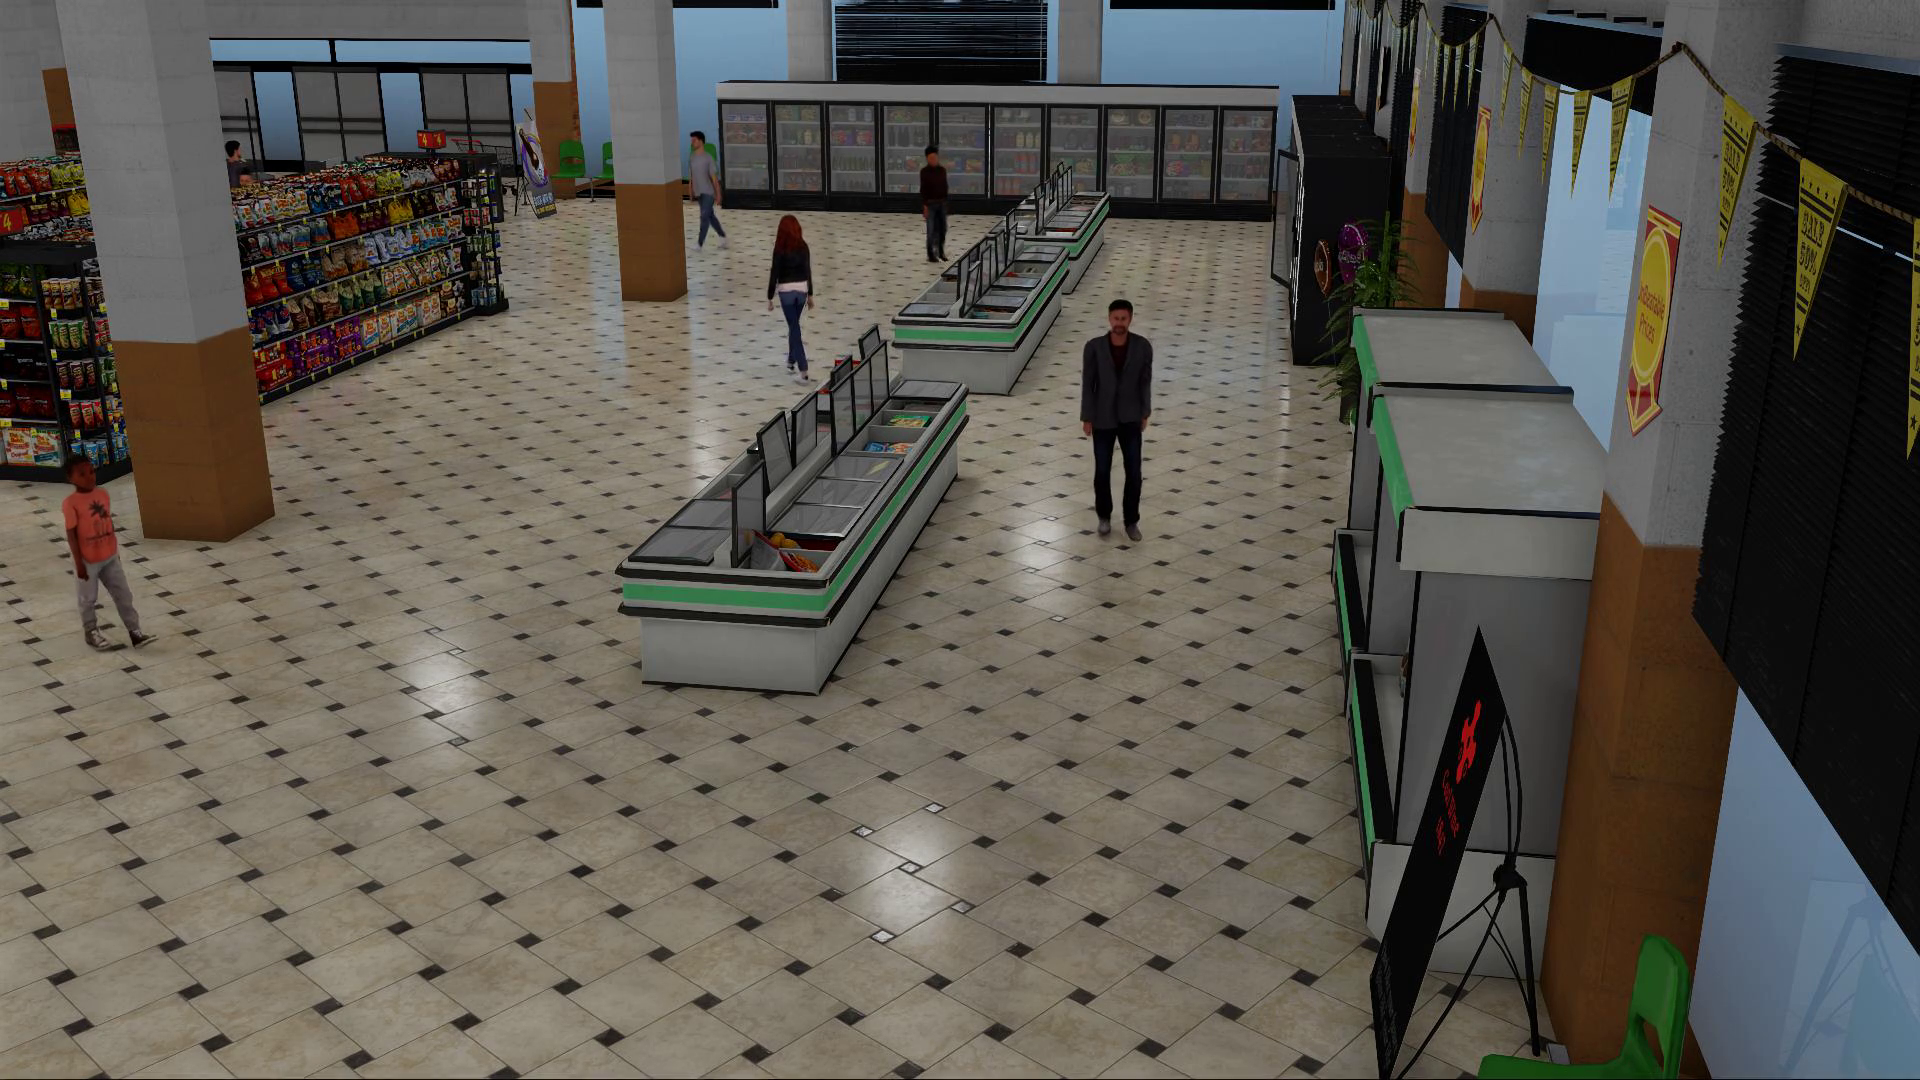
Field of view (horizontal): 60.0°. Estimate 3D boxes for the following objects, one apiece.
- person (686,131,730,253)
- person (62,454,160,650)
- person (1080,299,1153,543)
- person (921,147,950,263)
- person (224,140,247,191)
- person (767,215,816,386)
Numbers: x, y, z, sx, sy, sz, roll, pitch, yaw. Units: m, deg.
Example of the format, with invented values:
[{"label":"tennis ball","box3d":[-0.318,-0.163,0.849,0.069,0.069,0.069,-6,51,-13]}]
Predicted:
[{"label":"person","box3d":[-3.915,-5.425,26.165,1.113,1.768,1.335,13,22,33]},{"label":"person","box3d":[-5.543,0.086,10.572,0.766,1.287,0.839,11,22,31]},{"label":"person","box3d":[1.191,-0.935,12.720,0.740,1.851,0.801,1,19,4]},{"label":"person","box3d":[-0.394,-5.025,25.031,0.822,1.735,0.871,-16,24,-39]},{"label":"person","box3d":[-10.744,-5.016,24.818,0.738,1.854,0.668,10,21,28]},{"label":"person","box3d":[-1.709,-2.507,17.511,0.966,1.769,1.033,-12,22,-32]}]
